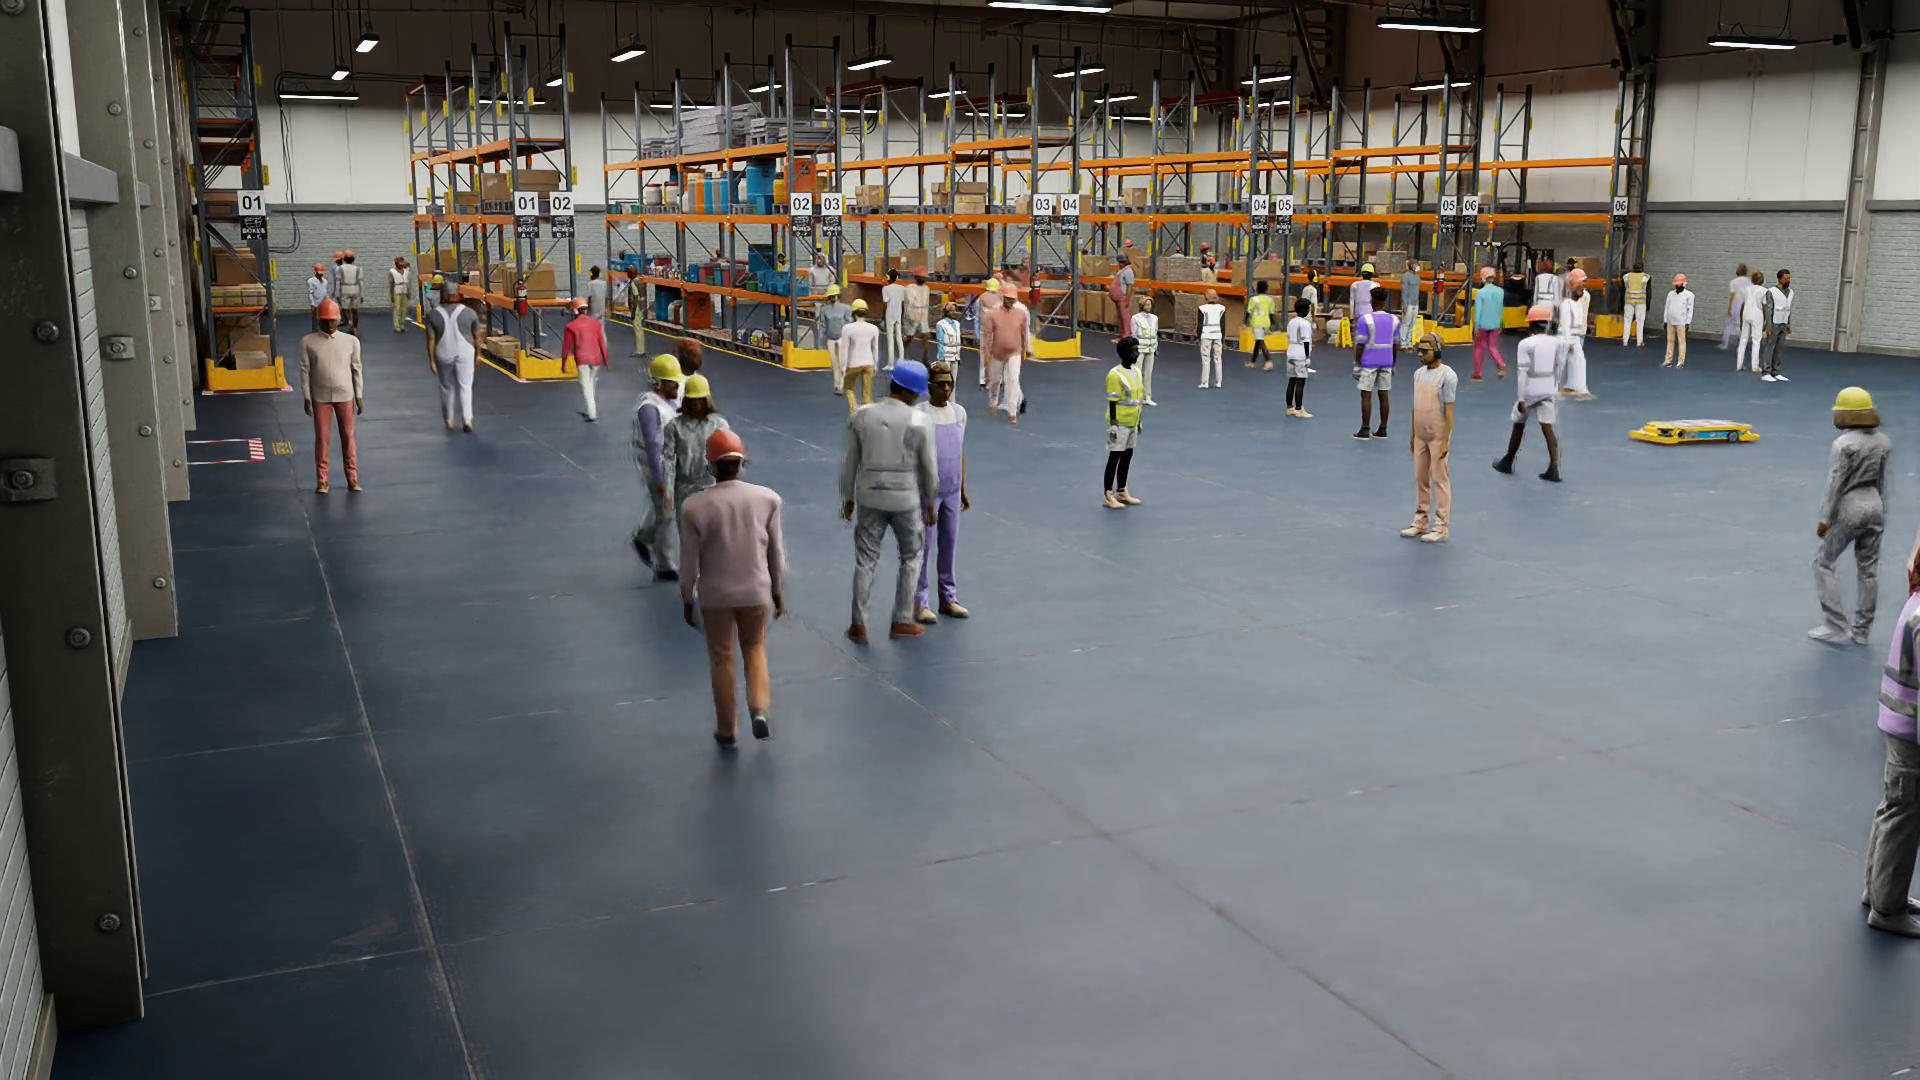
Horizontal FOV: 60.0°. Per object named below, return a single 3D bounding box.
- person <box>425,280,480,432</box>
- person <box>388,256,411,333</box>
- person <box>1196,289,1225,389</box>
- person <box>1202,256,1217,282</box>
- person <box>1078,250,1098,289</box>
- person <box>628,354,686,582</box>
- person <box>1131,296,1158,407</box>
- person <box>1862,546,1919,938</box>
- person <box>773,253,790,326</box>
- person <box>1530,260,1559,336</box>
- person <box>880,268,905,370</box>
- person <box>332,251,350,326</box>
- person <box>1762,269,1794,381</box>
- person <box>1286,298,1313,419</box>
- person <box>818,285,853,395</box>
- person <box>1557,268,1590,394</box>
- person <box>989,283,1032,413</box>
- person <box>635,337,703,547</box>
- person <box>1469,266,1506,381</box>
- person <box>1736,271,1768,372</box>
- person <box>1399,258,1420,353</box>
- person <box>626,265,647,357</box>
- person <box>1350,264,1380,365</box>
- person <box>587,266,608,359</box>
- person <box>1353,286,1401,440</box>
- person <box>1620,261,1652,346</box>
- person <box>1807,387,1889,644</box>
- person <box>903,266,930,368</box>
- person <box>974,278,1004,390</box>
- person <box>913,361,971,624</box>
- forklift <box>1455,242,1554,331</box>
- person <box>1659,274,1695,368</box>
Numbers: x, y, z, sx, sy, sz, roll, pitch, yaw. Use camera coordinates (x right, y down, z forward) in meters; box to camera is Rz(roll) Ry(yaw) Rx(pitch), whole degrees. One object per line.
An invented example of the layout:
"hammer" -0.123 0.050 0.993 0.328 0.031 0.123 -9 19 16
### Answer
"person" -6.713 -2.466 22.063 0.684 2.000 1.009 -3 11 -14
"person" -13.530 -5.920 40.120 0.376 1.844 0.569 5 12 25
"person" 4.124 -3.307 27.367 0.523 1.636 0.310 -4 12 -18
"person" 6.541 -6.517 43.387 0.573 1.746 0.347 -10 15 -42
"person" 3.427 -6.913 45.082 0.591 1.881 0.863 -6 12 -26
"person" -2.345 -0.552 12.965 0.513 1.805 0.593 2 11 11
"person" 2.749 -2.811 24.840 0.514 1.641 0.308 -8 14 -37
"person" 3.847 0.771 6.664 0.315 1.629 0.508 6 13 28
"person" -4.551 -6.419 42.607 0.521 1.865 0.328 2 11 10
"person" 12.704 -5.147 36.165 0.782 1.864 0.582 -7 13 -32
"person" -1.243 -4.048 30.536 0.517 1.873 0.328 -9 14 -37
"person" -15.794 -6.427 42.497 0.552 1.929 0.425 3 12 15
"person" 14.063 -3.691 28.603 0.592 1.919 0.392 -6 12 -27
"person" 4.782 -2.559 23.420 0.319 1.695 0.532 -3 12 -17
"person" -1.971 -3.153 26.280 0.566 1.738 0.753 2 11 12
"person" 9.795 -3.319 26.517 0.376 1.995 0.609 10 15 41
"person" 0.757 -2.777 24.108 0.697 1.872 0.828 -8 14 -35
"person" -2.370 -0.813 14.195 0.982 1.842 0.583 4 12 19
"person" 9.033 -3.676 28.375 0.622 1.971 0.666 -4 12 -18
"person" 14.433 -3.972 30.257 0.349 1.837 0.502 -9 14 -38
"person" 9.307 -4.831 34.345 0.372 1.940 0.631 10 15 41
"person" -6.486 -4.593 33.377 0.374 1.840 0.569 0 11 -2
"person" 7.674 -4.262 31.506 0.585 1.917 0.382 6 13 29
"person" -7.201 -4.478 32.792 0.620 1.837 0.573 7 13 33
"person" 5.294 -2.243 21.157 0.609 1.960 0.365 -4 12 -18
"person" 14.687 -5.139 36.156 0.636 1.842 0.429 6 13 30
"person" 5.976 -0.157 11.151 0.483 1.726 0.411 -4 12 -19
"person" -0.828 -4.194 31.222 0.552 1.902 0.934 -7 13 -32
"person" 0.523 -3.343 27.068 0.586 1.827 0.404 -1 11 -4
"person" -0.152 -0.340 11.757 0.514 1.844 0.333 -8 14 -36
"forklift" 13.047 -6.049 39.881 2.313 2.155 1.214 -5 12 -23
"person" 13.377 -4.087 31.031 0.323 1.752 0.562 -7 13 -33
